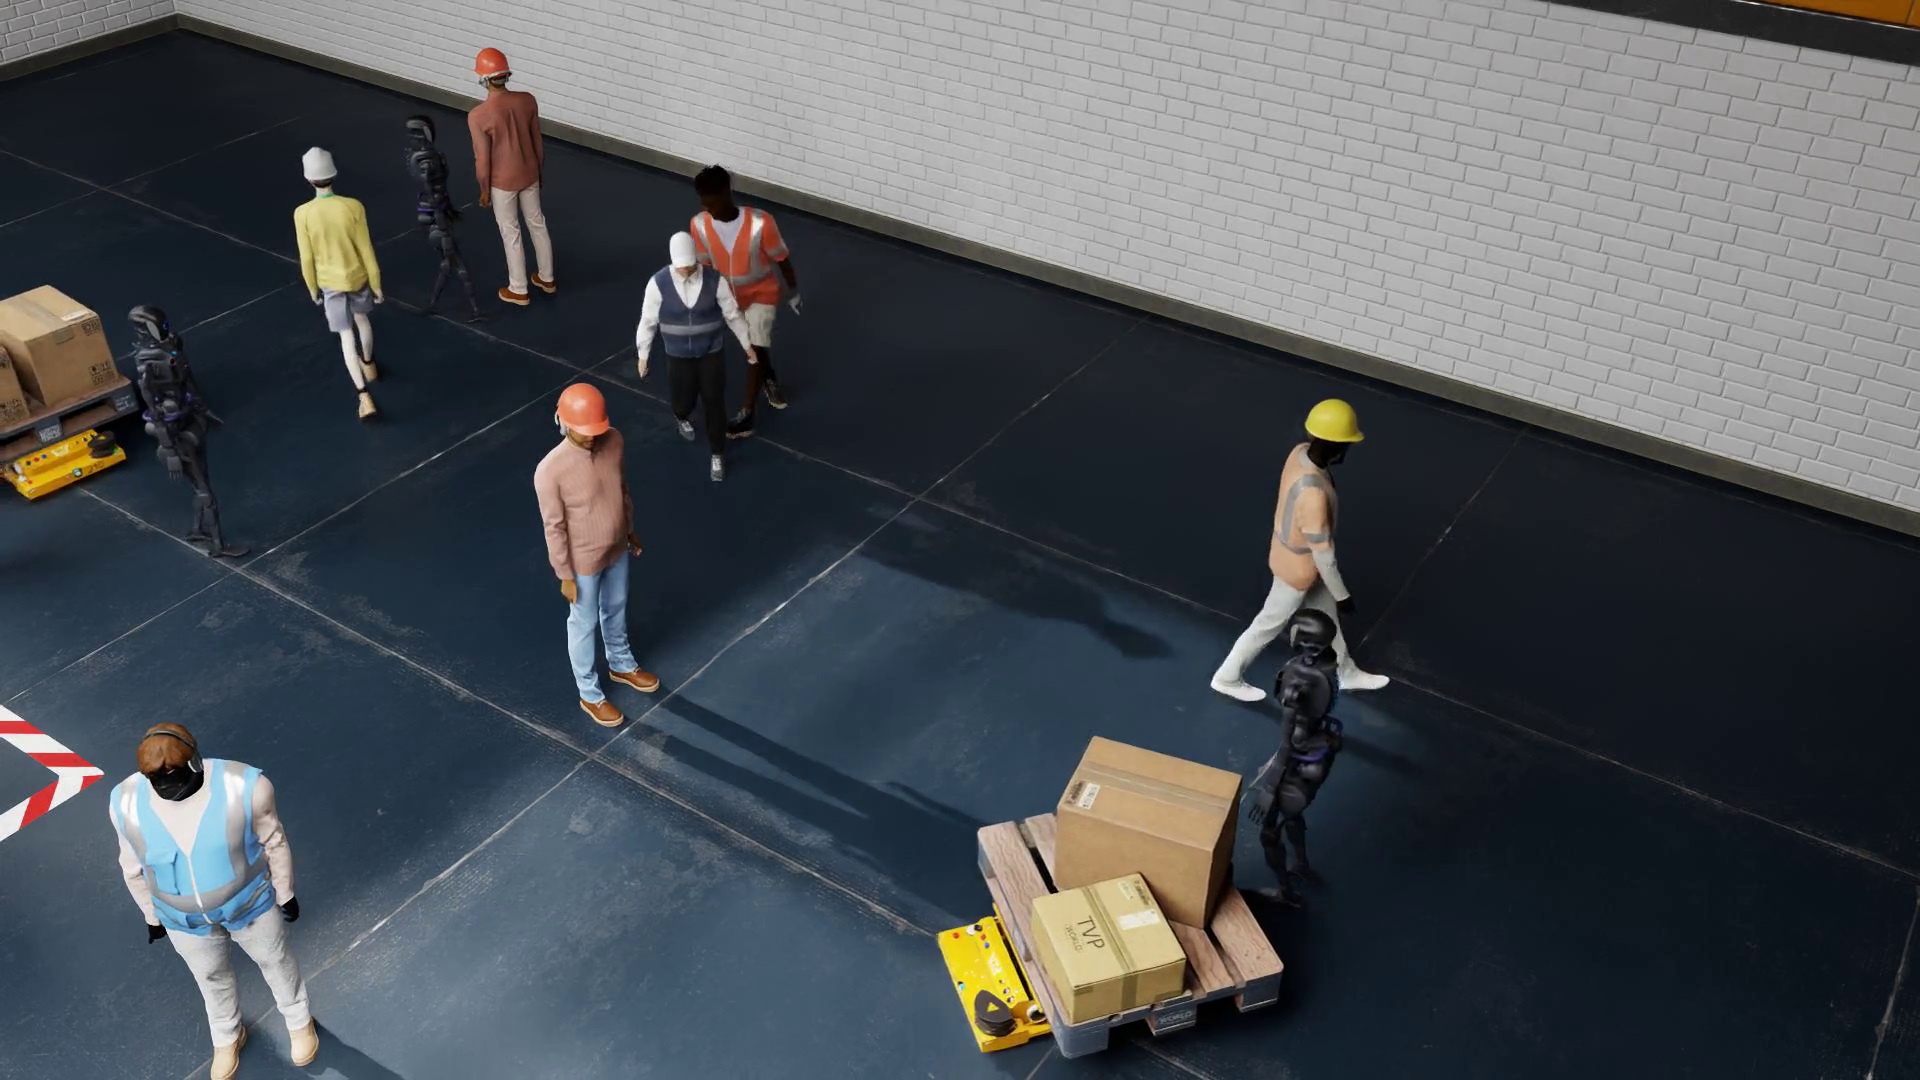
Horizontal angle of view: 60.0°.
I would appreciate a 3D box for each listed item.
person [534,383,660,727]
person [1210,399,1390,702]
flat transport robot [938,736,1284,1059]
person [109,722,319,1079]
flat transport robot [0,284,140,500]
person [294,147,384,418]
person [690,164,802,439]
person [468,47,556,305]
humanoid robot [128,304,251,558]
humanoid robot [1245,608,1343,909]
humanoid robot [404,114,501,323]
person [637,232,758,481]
[{"bbox_3d":[-1.888,0.059,8.682,0.388,1.989,0.609,19,39,25],"label":"person"},{"bbox_3d":[1.841,0.107,8.710,0.973,1.873,0.595,6,35,9],"label":"person"},{"bbox_3d":[0.677,1.863,7.601,1.431,0.231,0.659,-10,36,-14],"label":"flat transport robot"},{"bbox_3d":[-3.018,1.479,6.779,0.621,1.845,0.430,-8,36,-12],"label":"person"},{"bbox_3d":[-6.353,-0.725,11.299,1.431,0.231,0.659,26,42,32],"label":"flat transport robot"},{"bbox_3d":[-4.238,-1.779,11.435,0.489,1.848,0.967,-15,38,-20],"label":"person"},{"bbox_3d":[-1.443,-1.630,11.177,0.642,1.898,0.842,13,37,18],"label":"person"},{"bbox_3d":[-3.433,-2.772,12.722,0.380,1.994,0.610,26,42,32],"label":"person"},{"bbox_3d":[-4.641,-0.667,9.993,0.476,1.656,0.598,0,35,1],"label":"humanoid robot"},{"bbox_3d":[1.549,1.017,7.583,0.345,1.645,0.600,19,39,25],"label":"humanoid robot"},{"bbox_3d":[-3.899,-2.420,12.521,0.603,1.654,0.583,-7,36,-10],"label":"humanoid robot"},{"bbox_3d":[-1.703,-1.231,10.737,0.771,1.742,0.621,-7,36,-10],"label":"person"}]
